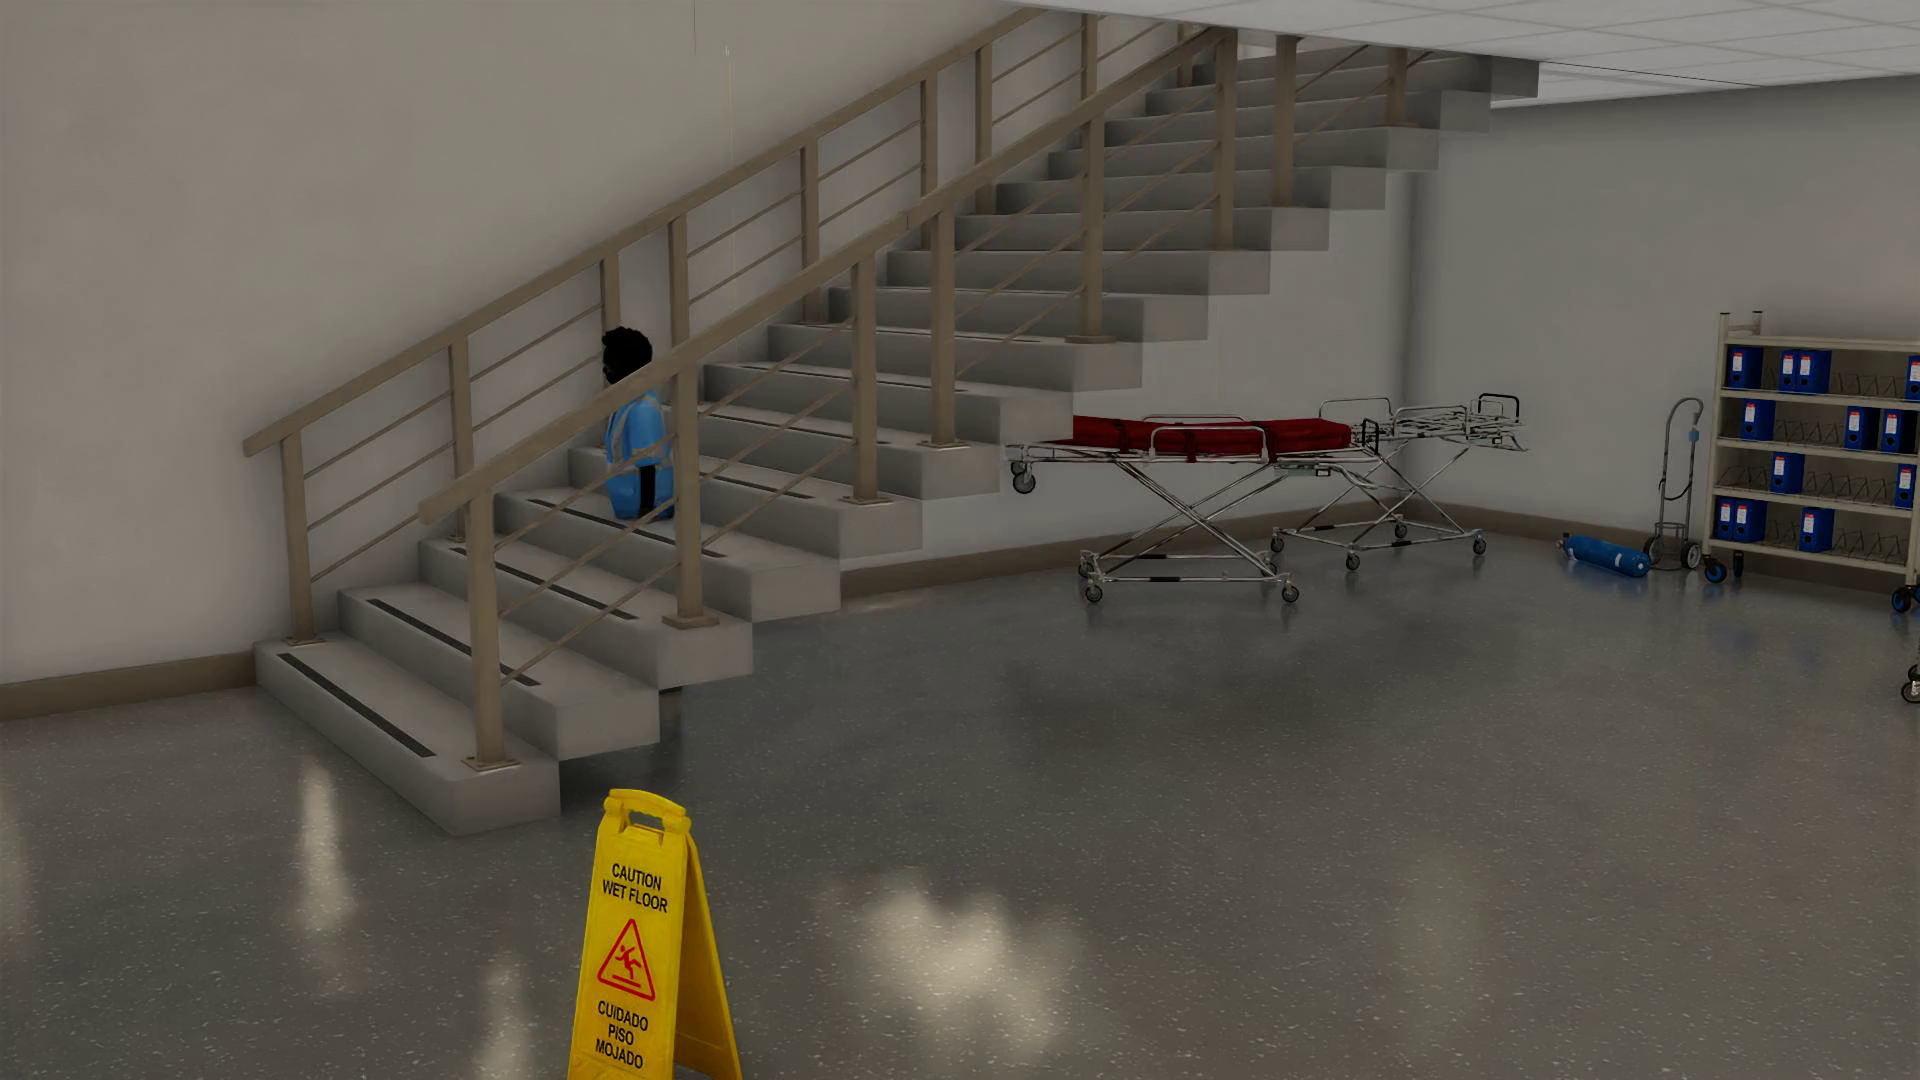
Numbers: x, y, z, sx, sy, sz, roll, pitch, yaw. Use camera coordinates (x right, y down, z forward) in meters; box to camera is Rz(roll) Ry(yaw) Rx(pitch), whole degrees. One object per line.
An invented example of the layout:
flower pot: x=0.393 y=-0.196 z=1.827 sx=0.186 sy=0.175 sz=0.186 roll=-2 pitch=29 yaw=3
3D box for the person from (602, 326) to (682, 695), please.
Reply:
person: x=-1.465 y=-0.134 z=7.652 sx=0.321 sy=1.690 sz=0.542 roll=-3 pitch=10 yaw=-17
